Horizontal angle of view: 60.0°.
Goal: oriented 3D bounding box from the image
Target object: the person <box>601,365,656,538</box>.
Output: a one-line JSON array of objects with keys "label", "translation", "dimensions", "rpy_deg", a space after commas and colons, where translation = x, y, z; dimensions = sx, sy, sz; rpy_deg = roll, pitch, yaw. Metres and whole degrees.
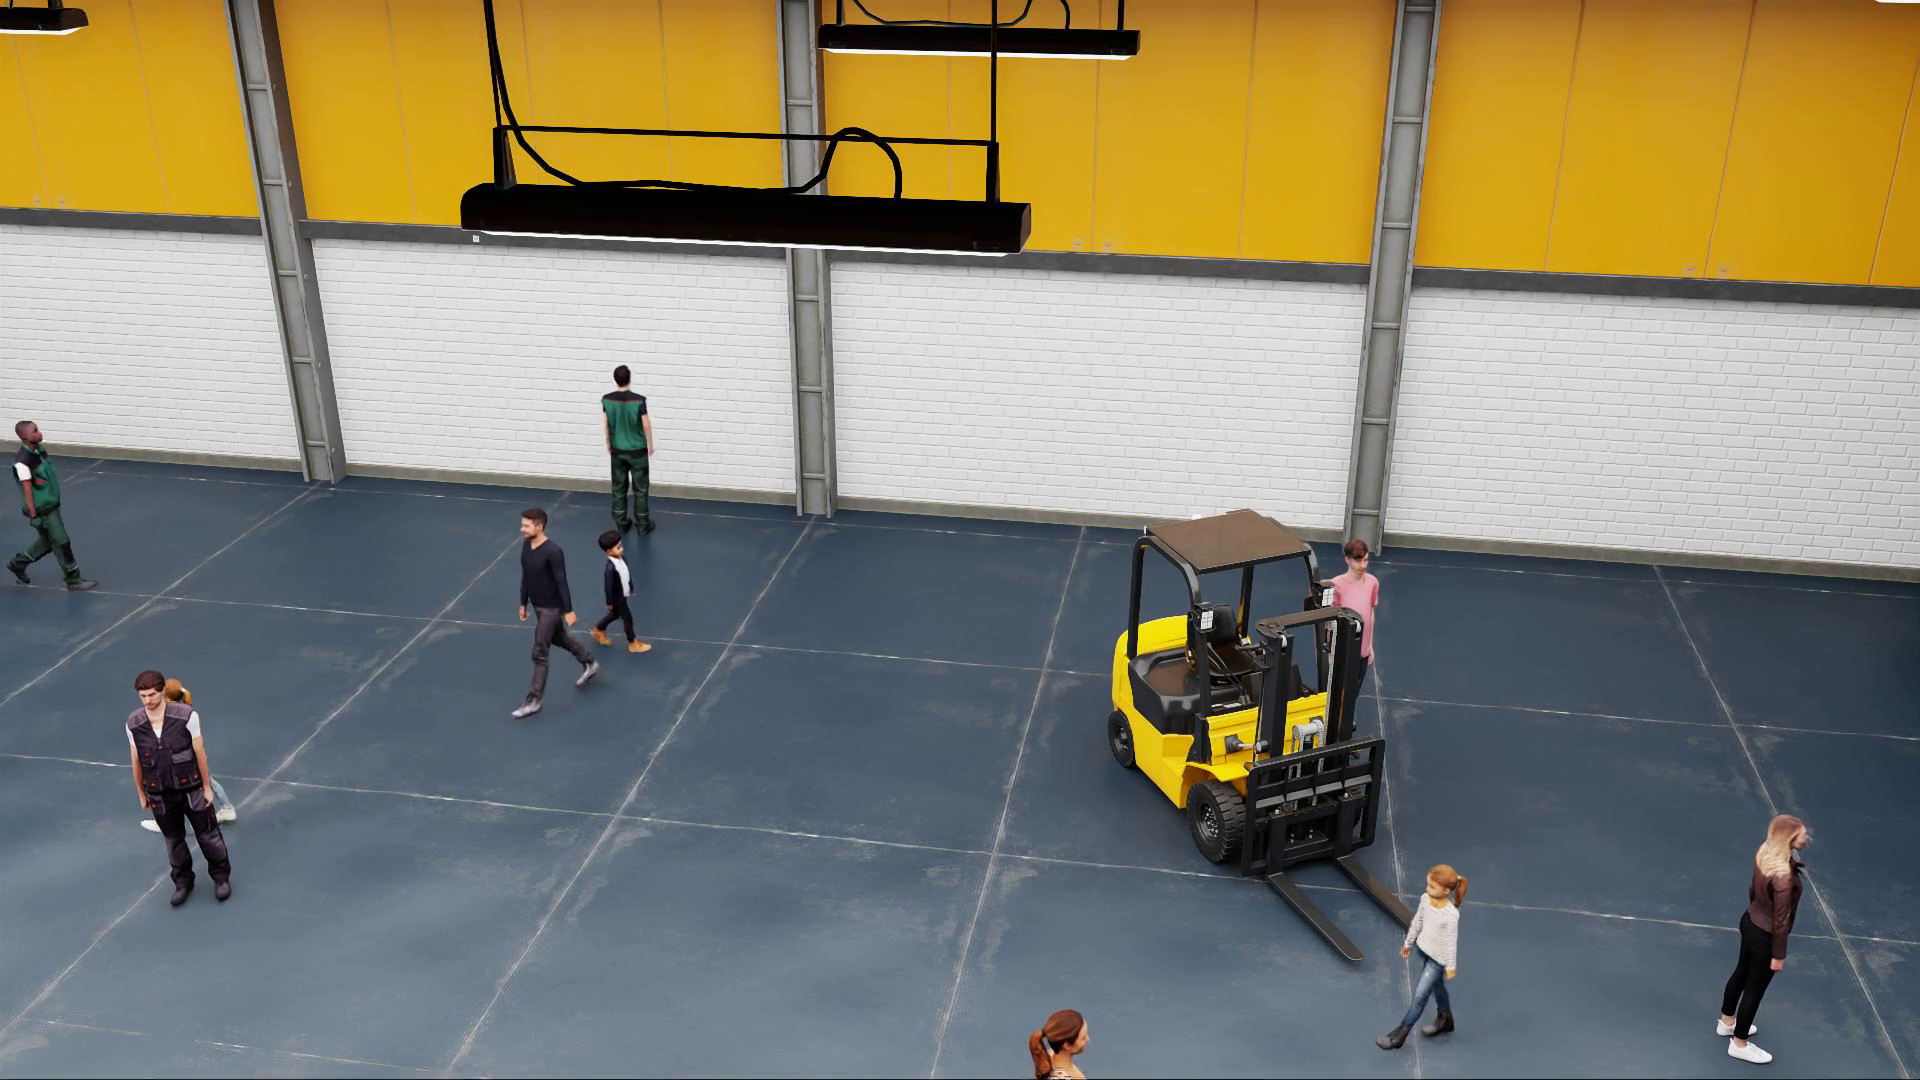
[{"label": "person", "translation": [-3.561, -0.966, 17.869], "dimensions": [0.503, 1.899, 0.729], "rpy_deg": [4, 24, 8]}]

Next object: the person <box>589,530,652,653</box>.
[{"label": "person", "translation": [-3.231, 0.472, 15.439], "dimensions": [0.828, 1.211, 0.504], "rpy_deg": [3, 24, 7]}]

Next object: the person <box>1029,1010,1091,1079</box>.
[{"label": "person", "translation": [0.427, 3.186, 8.528], "dimensions": [0.983, 1.773, 0.678], "rpy_deg": [0, 24, -1]}]

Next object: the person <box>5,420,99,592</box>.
[{"label": "person", "translation": [-9.165, -0.309, 16.469], "dimensions": [1.178, 1.816, 0.919], "rpy_deg": [-4, 24, -8]}]

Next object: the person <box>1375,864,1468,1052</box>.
[{"label": "person", "translation": [3.039, 2.604, 10.458], "dimensions": [0.913, 1.293, 0.739], "rpy_deg": [-9, 25, -19]}]

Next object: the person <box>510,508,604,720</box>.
[{"label": "person", "translation": [-3.501, 0.571, 14.453], "dimensions": [1.262, 1.820, 1.173], "rpy_deg": [20, 31, 39]}]

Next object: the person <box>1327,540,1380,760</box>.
[{"label": "person", "translation": [3.141, 0.894, 13.542], "dimensions": [0.654, 1.957, 0.774], "rpy_deg": [-9, 25, -19]}]

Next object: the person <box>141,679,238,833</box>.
[{"label": "person", "translation": [-5.824, 1.647, 12.675], "dimensions": [0.958, 1.271, 0.757], "rpy_deg": [-5, 24, -12]}]

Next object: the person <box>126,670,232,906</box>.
[{"label": "person", "translation": [-5.533, 1.729, 11.769], "dimensions": [0.650, 1.846, 0.787], "rpy_deg": [-5, 24, -12]}]

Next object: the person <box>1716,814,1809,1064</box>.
[{"label": "person", "translation": [4.974, 2.443, 10.315], "dimensions": [0.506, 1.704, 0.609], "rpy_deg": [3, 24, 7]}]
